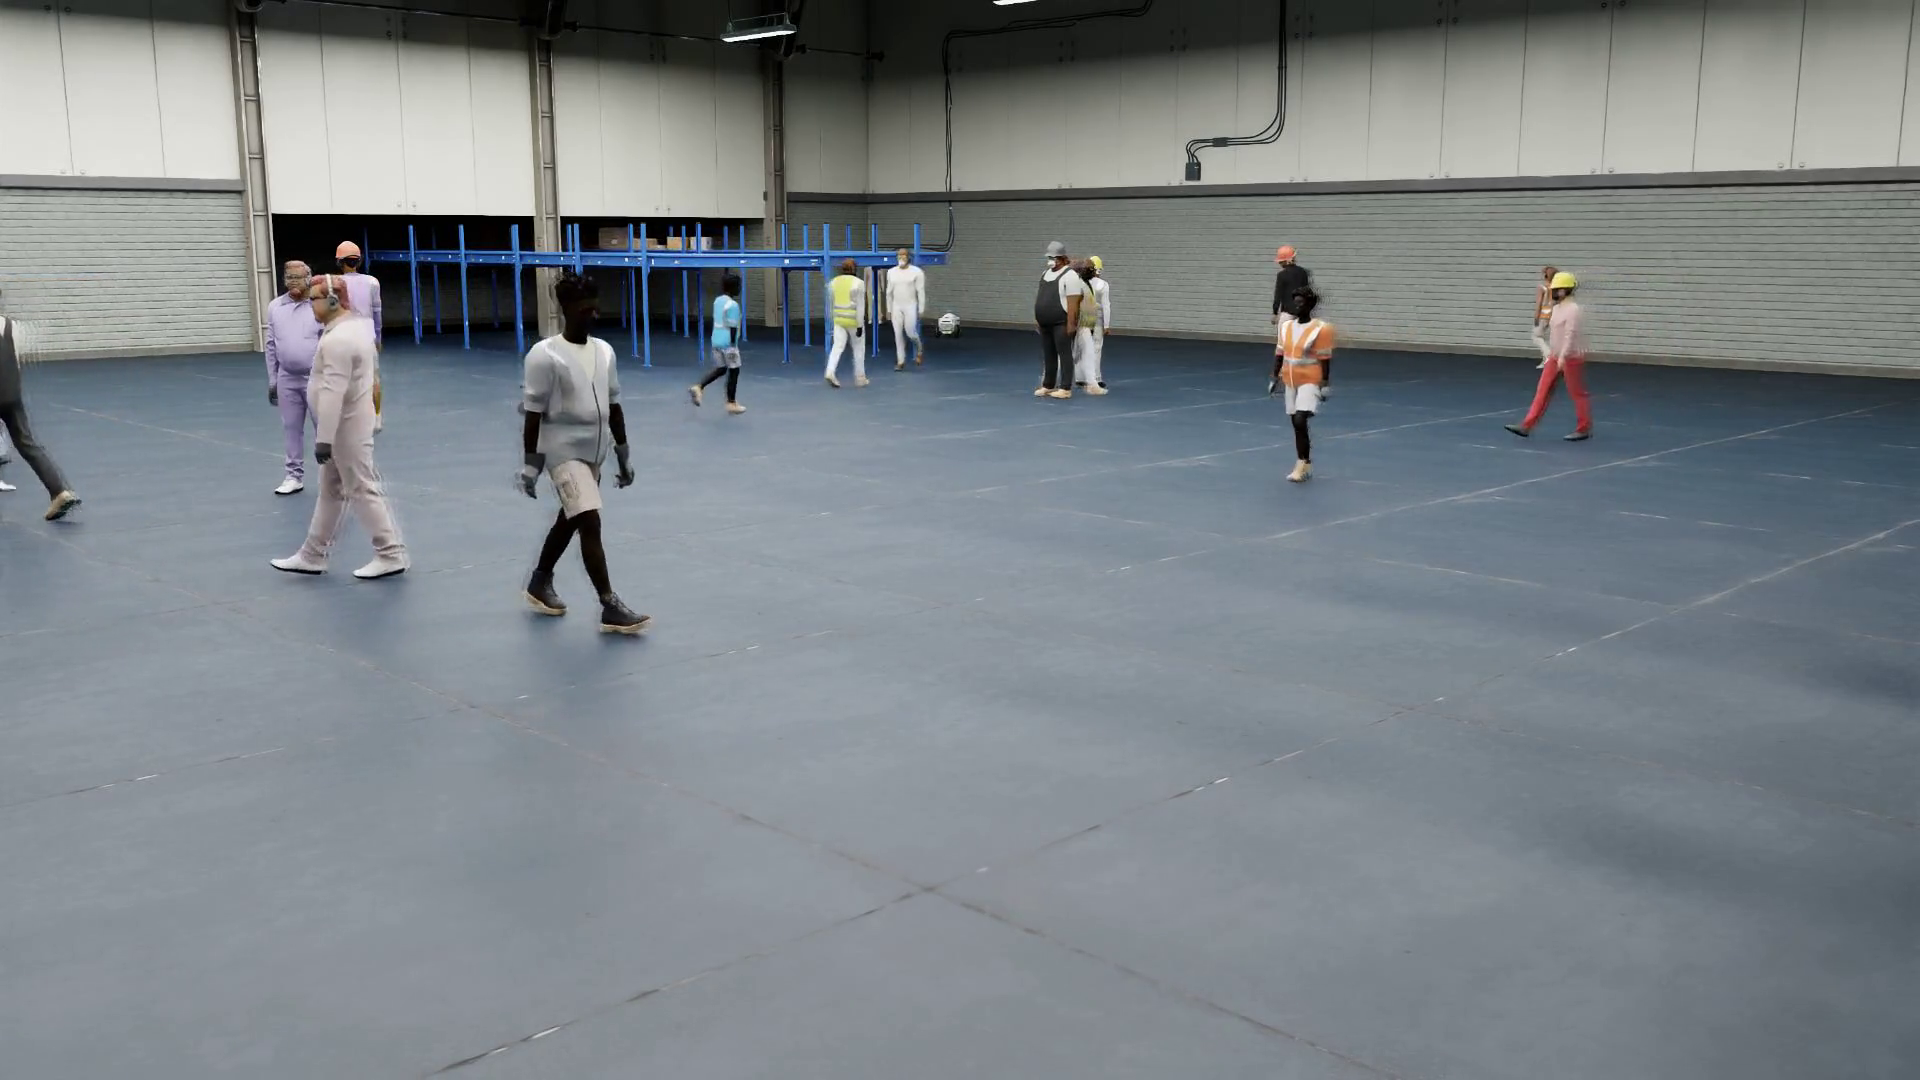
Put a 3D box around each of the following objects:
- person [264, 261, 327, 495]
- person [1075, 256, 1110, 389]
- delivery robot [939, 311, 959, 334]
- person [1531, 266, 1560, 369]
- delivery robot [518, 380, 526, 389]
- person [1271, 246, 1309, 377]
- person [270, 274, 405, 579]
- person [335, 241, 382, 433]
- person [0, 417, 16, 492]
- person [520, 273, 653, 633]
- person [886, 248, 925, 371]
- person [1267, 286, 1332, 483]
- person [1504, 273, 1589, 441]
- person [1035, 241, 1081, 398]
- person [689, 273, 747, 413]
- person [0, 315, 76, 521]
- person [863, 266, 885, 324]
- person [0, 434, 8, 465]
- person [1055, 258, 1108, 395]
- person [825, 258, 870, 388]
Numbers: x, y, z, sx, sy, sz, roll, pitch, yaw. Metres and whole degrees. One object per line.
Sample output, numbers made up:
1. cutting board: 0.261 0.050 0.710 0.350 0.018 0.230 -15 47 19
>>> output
1. person: -5.349 -1.319 13.610 0.689 1.904 0.397 1 10 3
2. person: 1.825 -3.005 23.015 0.586 1.823 0.403 6 12 31
3. delivery robot: -0.228 -4.547 34.739 0.477 0.478 0.707 2 11 9
4. person: 9.267 -3.499 26.234 0.533 1.623 0.398 -5 12 -28
5. delivery robot: -4.901 -1.942 19.825 0.698 0.223 0.335 -7 13 -35
6. person: 5.021 -3.428 24.970 0.755 1.950 0.376 -7 12 -33
7. person: -3.856 -0.684 10.208 0.822 1.867 0.671 -3 11 -14
8. person: -6.468 -2.154 17.761 0.379 2.045 0.605 9 14 41
9. person: -8.057 -1.299 13.494 0.613 1.894 0.640 5 12 27
10. person: -2.099 -0.487 9.044 1.017 1.917 0.634 6 12 29
11. person: -0.844 -3.636 26.194 0.626 1.918 0.575 4 11 22
12. person: 2.873 -1.328 14.271 0.627 1.680 0.537 -8 13 -36
13. person: 6.134 -1.881 17.135 0.891 1.714 0.549 -1 10 -7
14. person: 1.235 -2.869 21.787 0.535 2.000 0.688 -7 13 -35
15. person: -2.843 -2.322 19.712 0.634 1.667 0.564 -7 13 -35
16. person: -7.056 -1.025 12.273 0.953 1.813 0.510 3 11 18
17. person: -2.051 -5.970 39.694 0.507 1.631 0.266 -1 10 -4
18. person: -8.998 -1.525 15.155 0.574 1.737 0.496 10 14 43
19. person: 1.567 -2.868 22.305 0.849 1.810 0.638 3 11 17
20. person: -1.601 -3.033 23.246 0.625 1.807 0.926 6 12 28
